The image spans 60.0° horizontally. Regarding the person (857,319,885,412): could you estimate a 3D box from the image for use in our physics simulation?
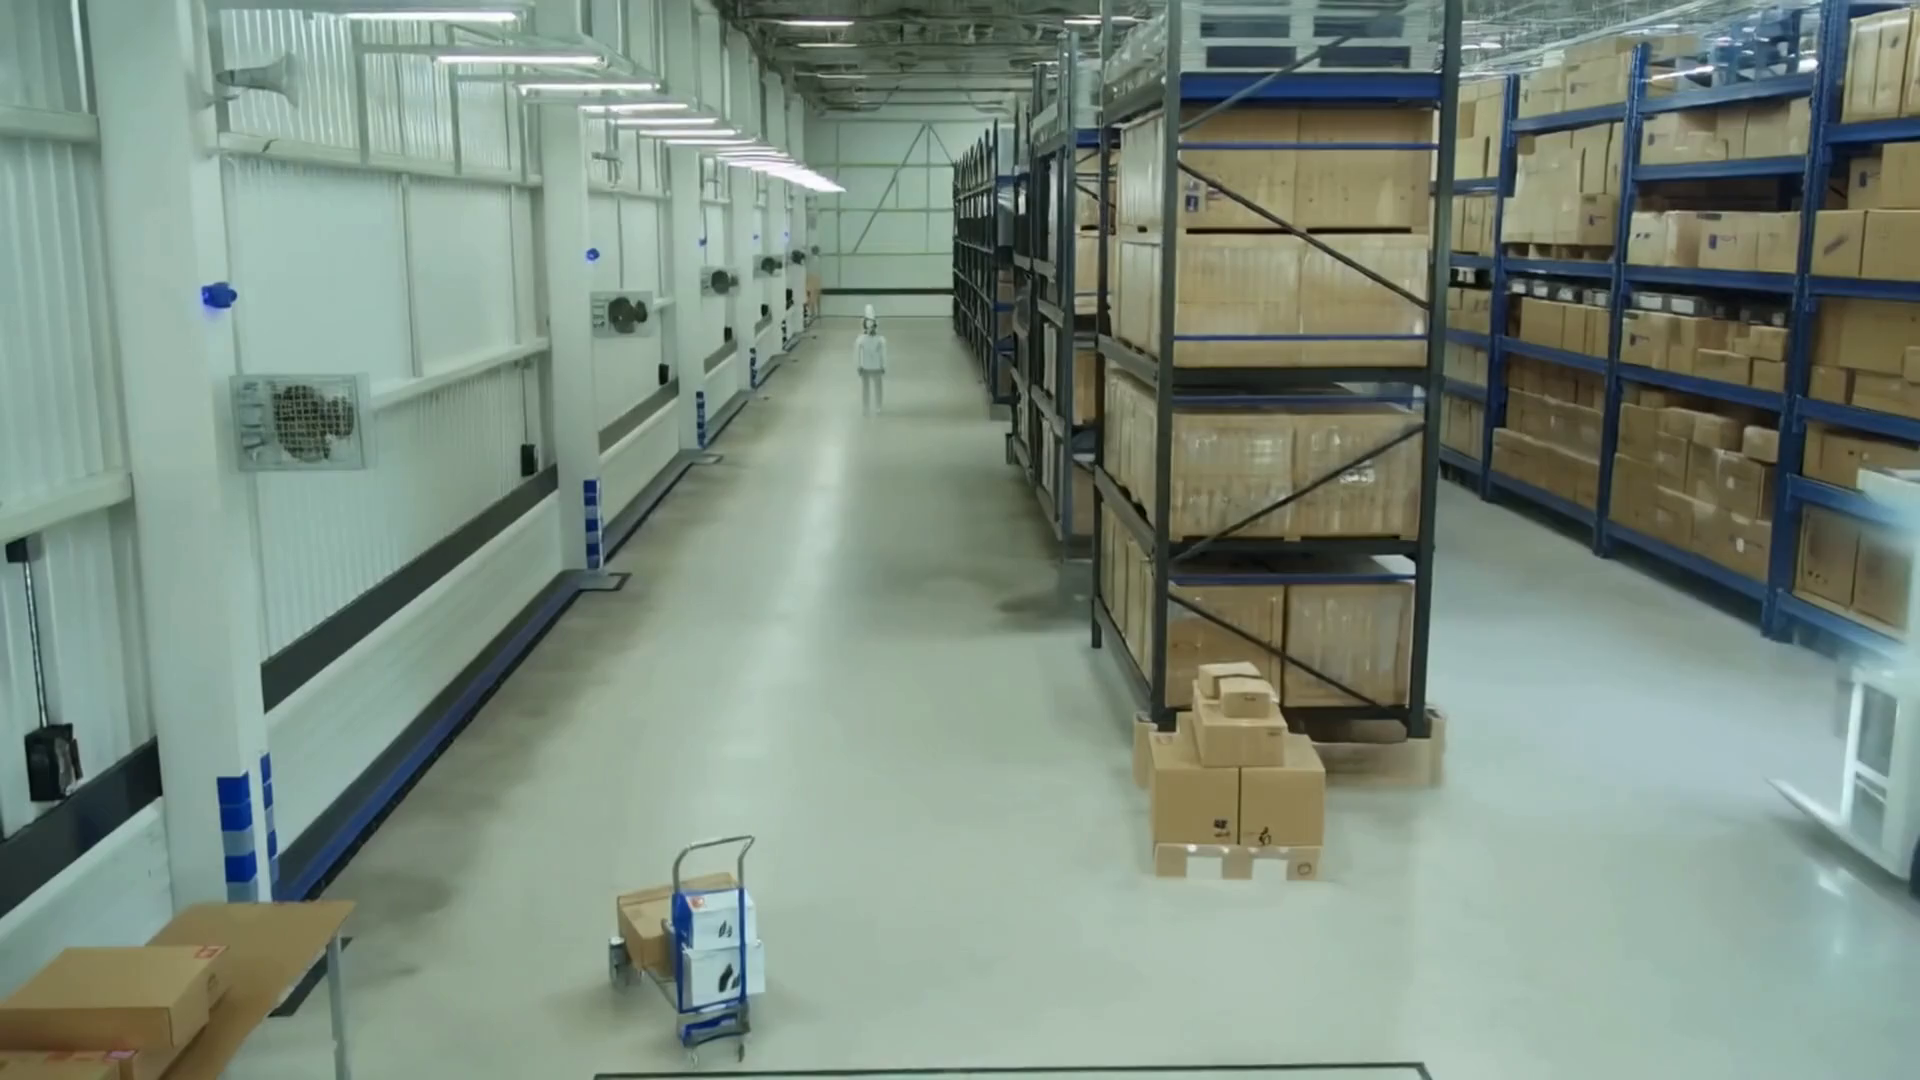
[{"bbox_3d":[-1.899,-3.716,35.527,0.616,1.988,0.402,0,11,2],"label":"person"}]

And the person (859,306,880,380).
[{"bbox_3d":[-2.324,-5.061,42.726,0.593,1.910,0.390,-6,12,-28],"label":"person"}]

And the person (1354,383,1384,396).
[{"bbox_3d":[7.741,-2.876,31.654,0.961,1.803,0.593,9,14,39],"label":"person"}]

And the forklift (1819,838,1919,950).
[{"bbox_3d":[5.831,0.932,9.002,1.129,2.768,1.873,0,11,-1],"label":"forklift"}]

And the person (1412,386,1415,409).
[{"bbox_3d":[9.339,-3.102,33.356,0.865,1.586,0.521,0,11,-1],"label":"person"}]
